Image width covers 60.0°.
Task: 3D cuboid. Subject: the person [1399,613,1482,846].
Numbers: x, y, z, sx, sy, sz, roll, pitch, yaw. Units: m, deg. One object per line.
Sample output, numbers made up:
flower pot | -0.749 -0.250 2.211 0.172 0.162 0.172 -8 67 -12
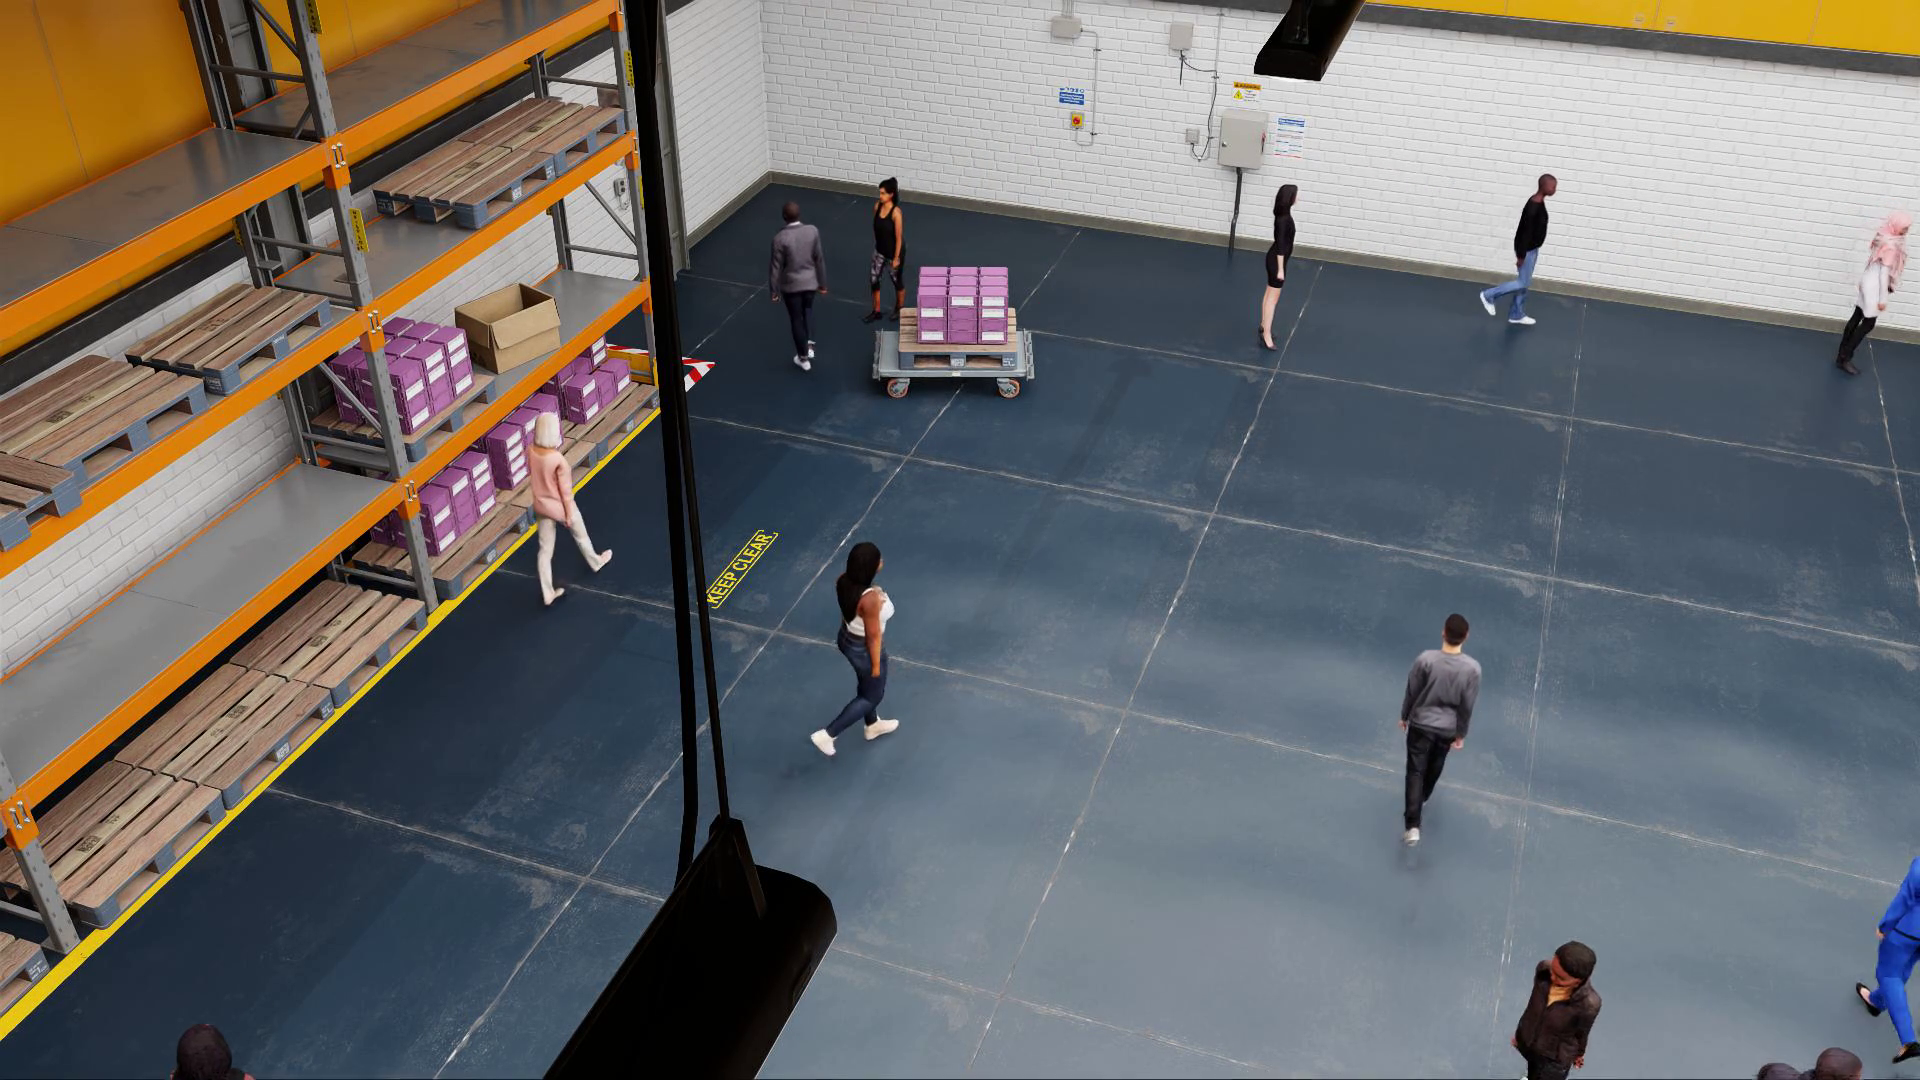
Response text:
person | 3.230 1.313 11.319 0.714 1.736 1.126 6 34 10

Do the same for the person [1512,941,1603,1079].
person | 3.097 2.842 9.121 1.149 1.623 0.983 15 36 21

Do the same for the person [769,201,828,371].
person | -1.620 -2.574 17.106 0.854 1.805 0.919 -15 37 -22

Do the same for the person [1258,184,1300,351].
person | 3.355 -2.909 17.608 0.686 1.807 0.488 6 34 9

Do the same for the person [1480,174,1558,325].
person | 6.065 -3.157 18.049 0.651 1.732 0.784 12 35 18

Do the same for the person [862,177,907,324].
person | -0.711 -3.177 18.152 0.738 1.650 0.859 23 40 31

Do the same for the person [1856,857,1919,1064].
person | 5.686 2.364 9.790 0.865 1.679 1.080 0 34 -1

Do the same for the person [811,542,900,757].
person | -0.784 0.822 12.015 1.104 1.784 1.014 -18 37 -25

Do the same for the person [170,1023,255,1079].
person | -3.753 3.174 8.525 0.666 1.730 0.654 4 34 6

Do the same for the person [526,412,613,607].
person | -3.392 -0.224 13.678 0.666 1.685 1.058 14 36 20

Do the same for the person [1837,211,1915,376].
person | 9.404 -2.618 17.186 0.818 1.788 0.517 1 34 1

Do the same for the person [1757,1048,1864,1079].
person | 4.044 3.228 8.374 0.995 1.807 0.936 -18 38 -25
